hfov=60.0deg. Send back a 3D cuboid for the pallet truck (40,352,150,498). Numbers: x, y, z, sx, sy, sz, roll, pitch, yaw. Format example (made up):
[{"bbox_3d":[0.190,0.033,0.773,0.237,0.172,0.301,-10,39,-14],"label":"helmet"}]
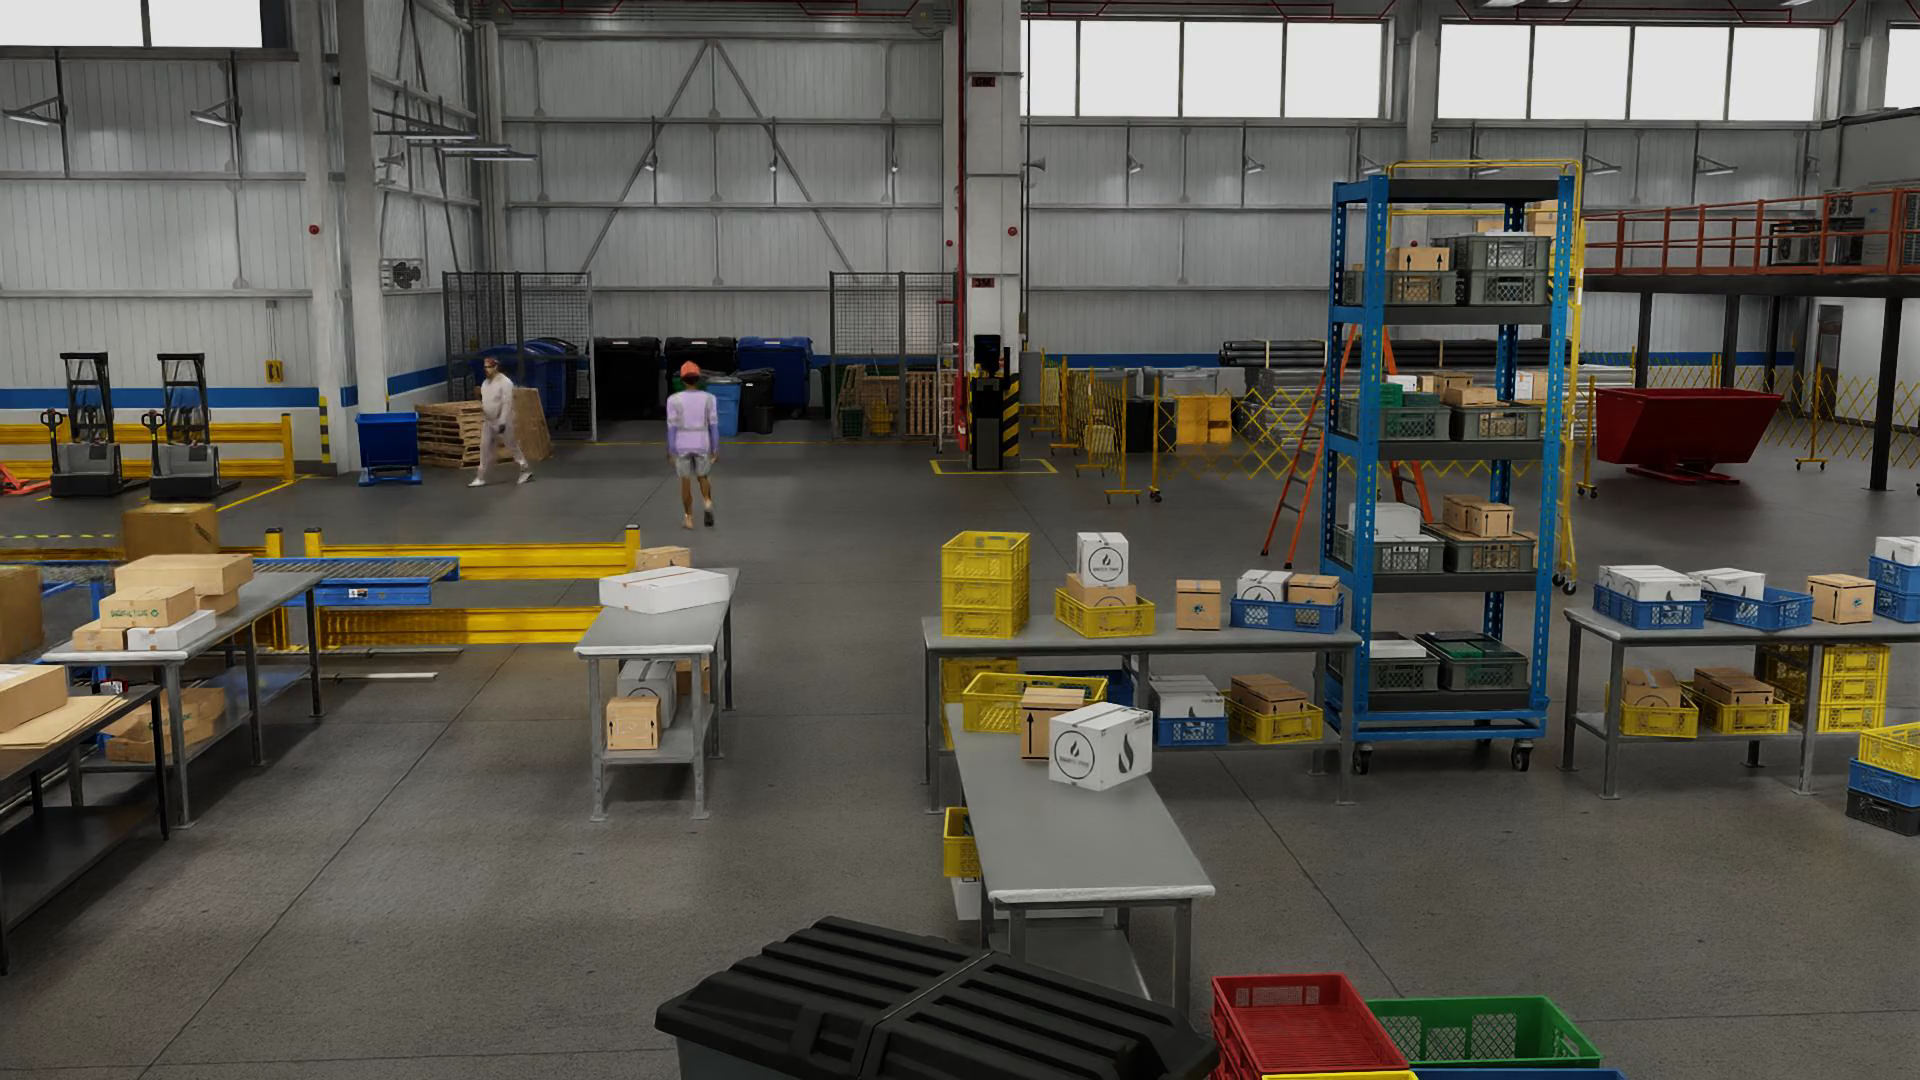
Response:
[{"bbox_3d":[-11.907,-1.642,23.165,0.823,1.965,1.885,0,9,0],"label":"pallet truck"}]

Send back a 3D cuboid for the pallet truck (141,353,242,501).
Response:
[{"bbox_3d":[-10.520,-1.604,22.925,0.823,1.965,1.885,-1,9,-6],"label":"pallet truck"}]

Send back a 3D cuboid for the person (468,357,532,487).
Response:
[{"bbox_3d":[-6.650,-1.713,24.054,0.650,1.863,0.986,6,11,31],"label":"person"}]

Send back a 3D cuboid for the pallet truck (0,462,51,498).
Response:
[{"bbox_3d":[-13.193,-1.293,23.148,0.653,1.274,1.630,-1,9,-4],"label":"pallet truck"}]

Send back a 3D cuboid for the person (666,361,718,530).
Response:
[{"bbox_3d":[-3.167,-1.103,19.697,0.607,2.030,0.518,-4,10,-23],"label":"person"}]
